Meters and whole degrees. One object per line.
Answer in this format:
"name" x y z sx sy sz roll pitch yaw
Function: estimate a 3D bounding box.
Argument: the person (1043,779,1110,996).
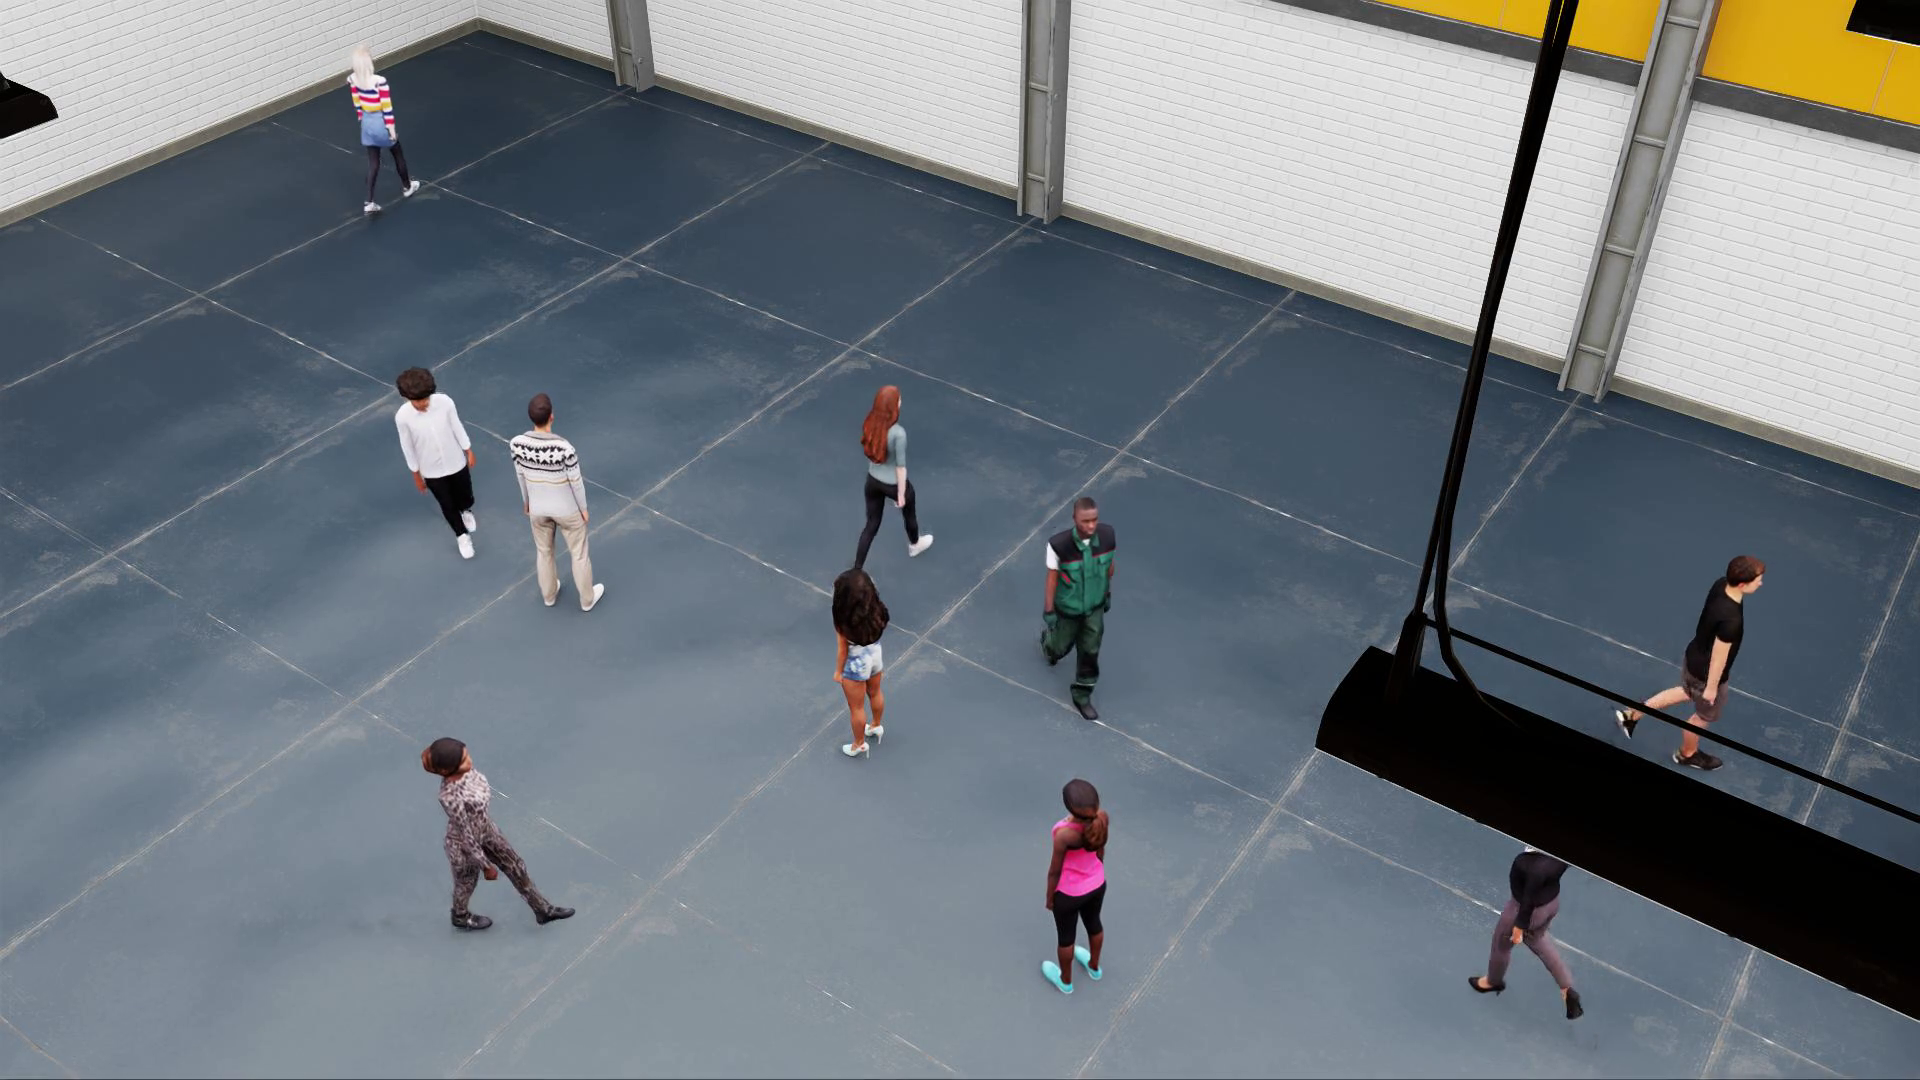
"person" 0.702 2.031 9.737 0.632 1.723 0.654 -22 44 -25

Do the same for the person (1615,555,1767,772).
"person" 4.941 0.805 11.176 1.120 1.843 0.921 8 39 10

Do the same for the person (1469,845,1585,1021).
"person" 3.378 2.189 9.596 0.702 1.651 0.945 -32 48 -33

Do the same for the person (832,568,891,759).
"person" -0.678 0.836 11.311 0.535 1.626 0.544 23 44 26

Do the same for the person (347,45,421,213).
"person" -6.236 -4.320 17.652 1.145 1.770 0.937 10 40 13

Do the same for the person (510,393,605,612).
"person" -3.052 -0.255 12.498 0.661 1.850 0.808 6 39 7

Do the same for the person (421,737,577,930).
"person" -3.030 1.825 10.031 1.098 1.679 0.933 1 39 2

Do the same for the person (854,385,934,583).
"person" -0.626 -0.364 12.758 1.110 1.696 0.683 26 46 29

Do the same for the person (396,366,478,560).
"person" -4.098 -0.668 13.063 0.880 1.790 0.962 -20 43 -23

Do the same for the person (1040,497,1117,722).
"person" 0.802 0.395 11.708 1.027 1.820 1.154 -13 41 -16
